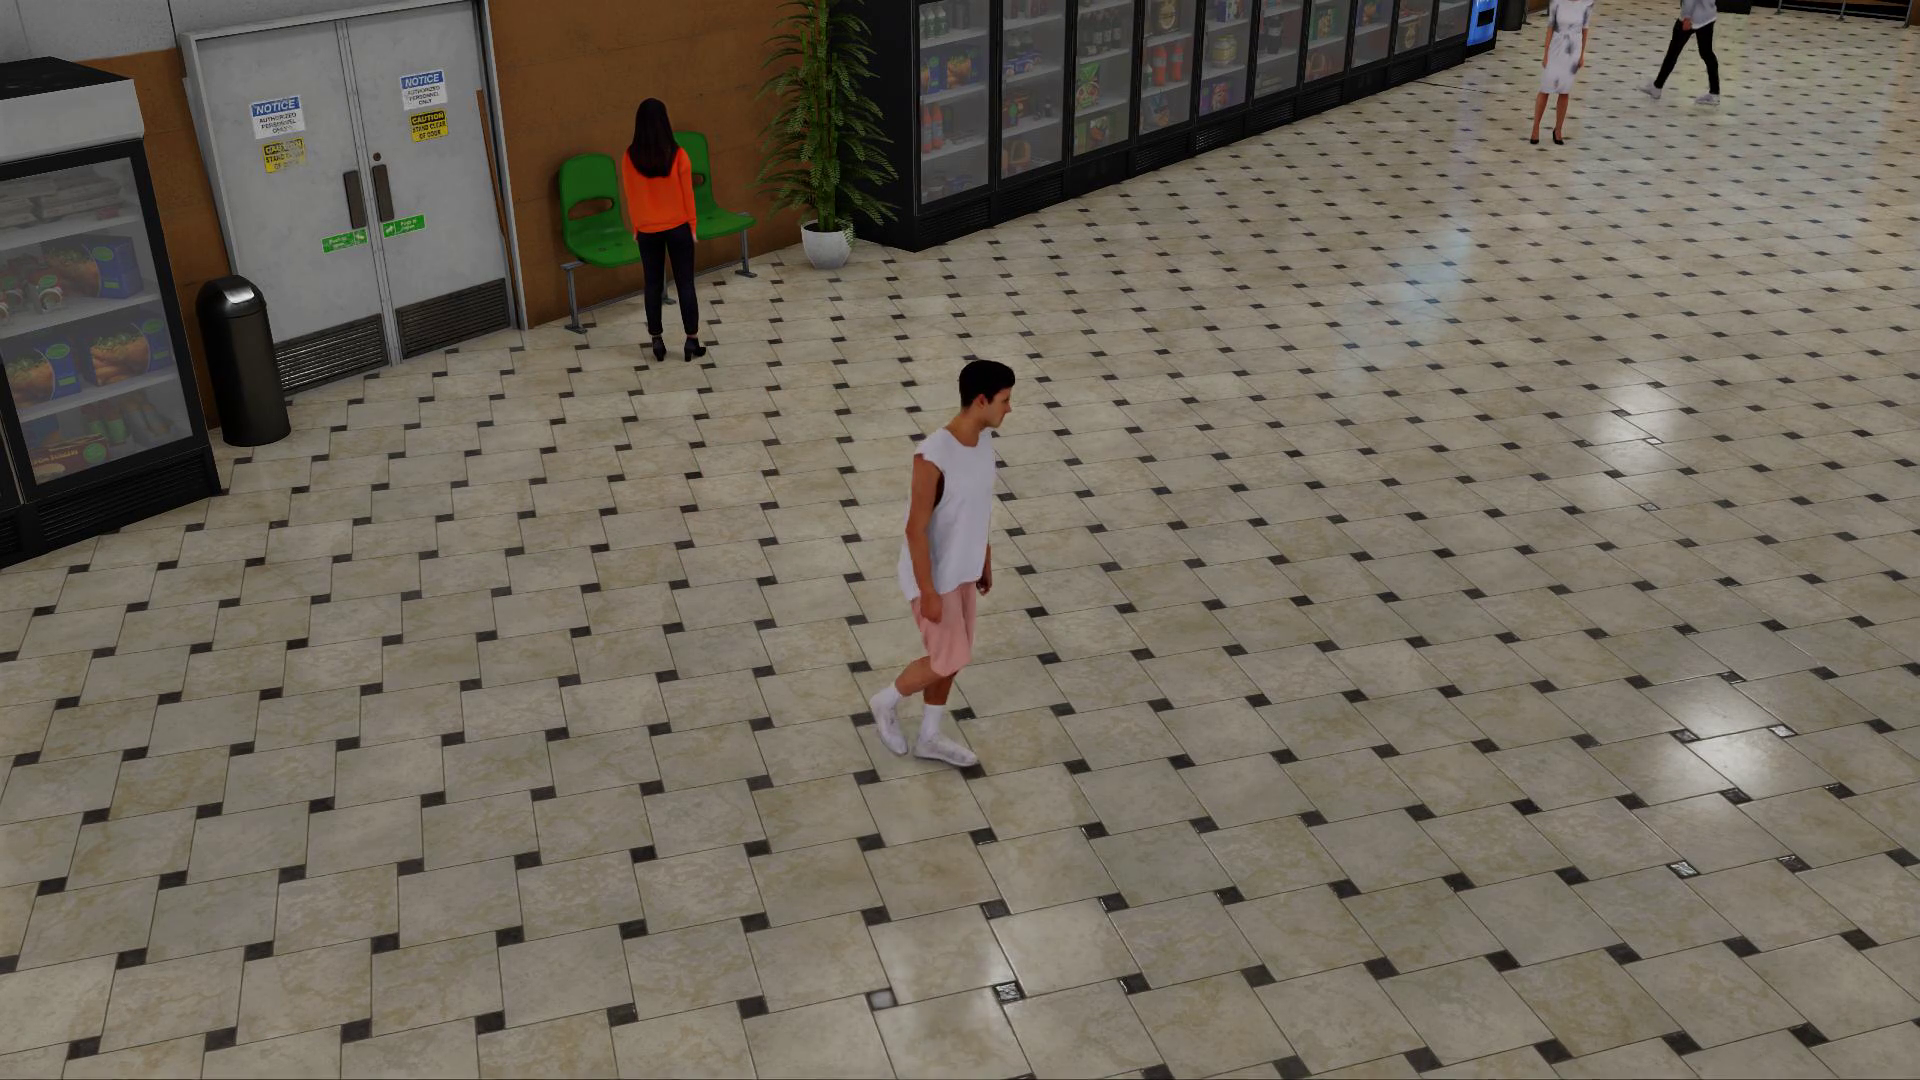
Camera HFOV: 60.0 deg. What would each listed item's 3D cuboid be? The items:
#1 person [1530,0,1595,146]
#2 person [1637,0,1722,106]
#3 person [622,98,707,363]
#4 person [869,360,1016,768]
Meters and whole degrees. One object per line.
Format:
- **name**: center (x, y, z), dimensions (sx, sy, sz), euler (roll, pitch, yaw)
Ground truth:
- **person**: center (5.929, -4.786, 16.367), dimensions (0.614, 1.749, 0.706), euler (3, 27, 6)
- **person**: center (7.966, -5.562, 17.753), dimensions (1.004, 1.879, 1.349), euler (-15, 30, -27)
- **person**: center (-1.942, -2.023, 10.919), dimensions (0.670, 1.748, 0.769), euler (3, 27, 6)
- **person**: center (-0.116, 0.110, 6.715), dimensions (0.846, 1.747, 0.779), euler (20, 33, 34)
